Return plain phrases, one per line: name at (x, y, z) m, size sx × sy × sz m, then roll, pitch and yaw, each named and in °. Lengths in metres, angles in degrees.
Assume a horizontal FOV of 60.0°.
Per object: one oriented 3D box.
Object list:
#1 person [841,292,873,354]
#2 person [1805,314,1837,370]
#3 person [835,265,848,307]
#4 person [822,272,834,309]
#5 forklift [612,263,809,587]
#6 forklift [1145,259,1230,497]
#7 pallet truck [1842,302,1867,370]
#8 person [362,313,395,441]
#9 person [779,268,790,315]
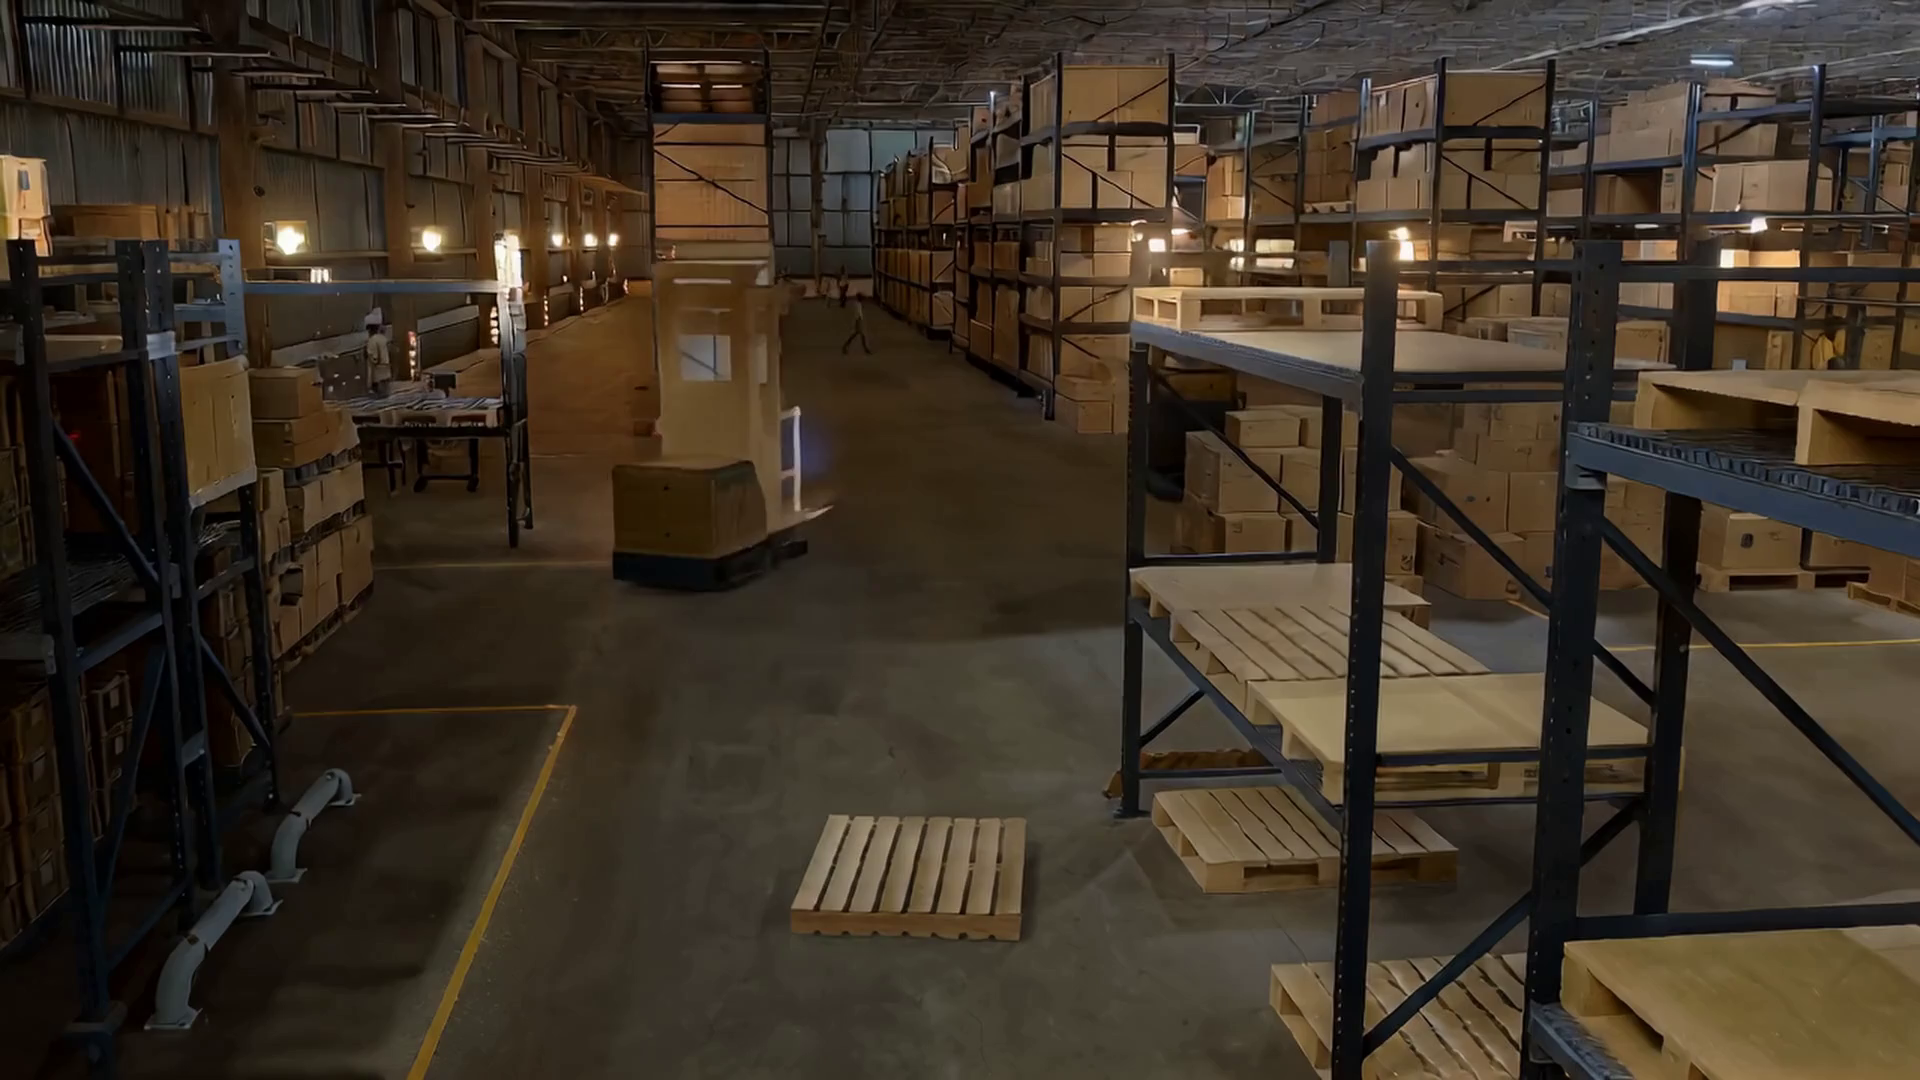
person at (-2.766, -5.770, 44.275) m, size 0.839 × 1.662 × 0.530 m, roll -1°, pitch 10°, yaw -7°
person at (13.135, -2.489, 25.423) m, size 0.397 × 1.911 × 0.587 m, roll 10°, pitch 14°, yaw 44°
person at (-5.357, -11.507, 75.443) m, size 0.577 × 1.905 × 0.835 m, roll 1°, pitch 10°, yaw 5°
person at (-5.776, -10.903, 72.822) m, size 0.507 × 1.623 × 0.423 m, roll 0°, pitch 10°, yaw 0°
forklift at (-2.278, -1.103, 15.048) m, size 1.129 × 2.768 × 1.873 m, roll 3°, pitch 11°, yaw 18°
forklift at (2.754, -2.037, 20.219) m, size 1.129 × 2.768 × 1.873 m, roll -1°, pitch 10°, yaw -6°
pallet truck at (15.846, -3.142, 28.793) m, size 1.885 × 1.965 × 0.823 m, roll 2°, pitch 10°, yaw 12°
person at (-8.828, -2.458, 25.164) m, size 0.377 × 1.938 × 0.547 m, roll 3°, pitch 11°, yaw 14°
person at (-7.113, -10.036, 67.253) m, size 0.403 × 1.903 × 0.652 m, roll 5°, pitch 11°, yaw 24°
